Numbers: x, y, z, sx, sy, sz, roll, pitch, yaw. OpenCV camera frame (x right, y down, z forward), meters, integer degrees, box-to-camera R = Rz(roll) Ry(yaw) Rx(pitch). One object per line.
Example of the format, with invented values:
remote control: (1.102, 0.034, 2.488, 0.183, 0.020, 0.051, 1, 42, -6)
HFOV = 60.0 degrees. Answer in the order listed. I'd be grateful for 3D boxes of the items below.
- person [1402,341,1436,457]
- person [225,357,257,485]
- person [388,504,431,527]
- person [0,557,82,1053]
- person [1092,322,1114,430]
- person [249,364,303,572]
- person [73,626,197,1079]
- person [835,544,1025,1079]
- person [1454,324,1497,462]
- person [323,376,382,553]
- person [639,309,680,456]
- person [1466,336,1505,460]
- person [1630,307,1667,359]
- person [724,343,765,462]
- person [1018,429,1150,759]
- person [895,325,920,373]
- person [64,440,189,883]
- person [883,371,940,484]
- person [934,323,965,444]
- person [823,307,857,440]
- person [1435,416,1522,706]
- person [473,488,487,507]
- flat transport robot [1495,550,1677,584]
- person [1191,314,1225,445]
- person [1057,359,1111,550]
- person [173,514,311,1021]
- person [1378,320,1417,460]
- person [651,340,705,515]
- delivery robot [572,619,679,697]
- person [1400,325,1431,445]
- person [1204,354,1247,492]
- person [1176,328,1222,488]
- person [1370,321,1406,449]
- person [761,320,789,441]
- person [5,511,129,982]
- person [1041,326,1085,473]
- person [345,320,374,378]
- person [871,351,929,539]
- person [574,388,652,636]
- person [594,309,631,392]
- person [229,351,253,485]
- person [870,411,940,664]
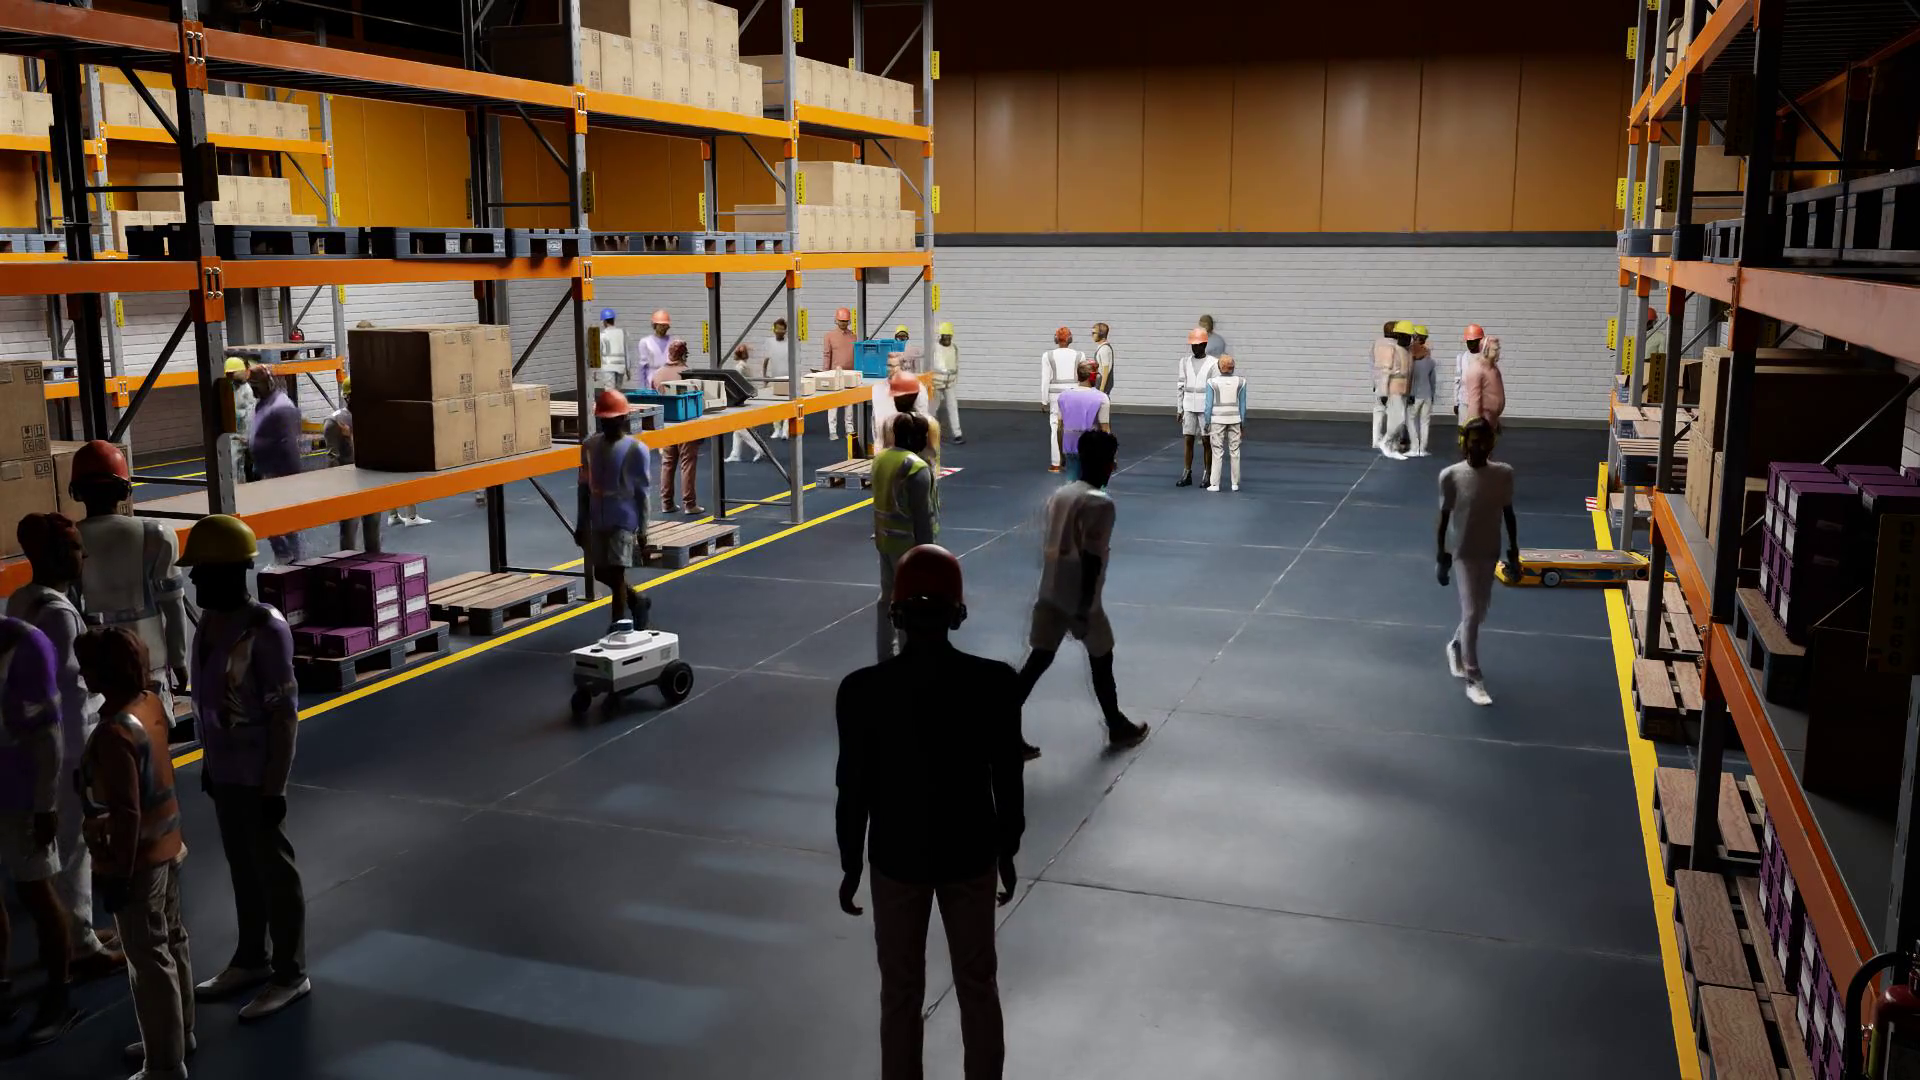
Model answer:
person: (6.327, -1.935, 22.947, 0.593, 1.612, 0.324, -5, 11, -26)
person: (-7.956, -1.210, 18.602, 0.477, 1.700, 0.882, 4, 11, 23)
person: (-5.825, -1.066, 17.328, 0.507, 1.865, 0.329, 4, 11, 23)
person: (-3.510, 0.907, 6.007, 0.551, 1.934, 0.370, 3, 10, 15)
person: (1.992, -2.128, 23.357, 0.330, 1.842, 0.519, 1, 10, 6)
person: (-6.132, -0.621, 14.754, 0.564, 1.879, 0.682, -8, 13, -37)
person: (-2.853, 1.099, 5.760, 0.309, 1.639, 0.523, -3, 10, -14)
person: (-0.097, 1.001, 5.311, 0.613, 1.995, 0.391, -2, 10, -11)
person: (6.479, -1.759, 21.047, 0.382, 1.931, 0.540, -9, 14, -43)
person: (-5.142, -0.510, 14.294, 0.404, 1.836, 0.599, 7, 12, 33)
person: (-4.165, -2.206, 23.261, 0.630, 2.030, 0.622, -4, 11, -23)
person: (5.962, -1.357, 18.855, 0.404, 1.912, 0.645, 7, 12, 34)
person: (10.298, -2.500, 25.027, 0.382, 1.995, 0.611, -9, 13, -40)
person: (-2.911, -1.830, 22.300, 0.595, 1.627, 0.523, 1, 10, 4)
person: (0.627, 0.318, 9.493, 1.037, 1.888, 0.653, -6, 12, -32)
person: (-0.839, -2.269, 24.390, 0.522, 1.763, 0.319, -2, 10, -9)
person: (-3.889, 0.558, 7.671, 0.608, 2.044, 0.370, -7, 12, -33)
person: (-0.425, -0.394, 13.351, 0.565, 1.928, 0.464, 6, 12, 32)
person: (-0.256, -2.318, 24.618, 0.595, 1.789, 0.901, -5, 11, -26)
person: (-1.756, -2.494, 24.999, 0.622, 1.990, 0.388, -5, 11, -28)
person: (3.363, 0.088, 10.893, 0.514, 1.841, 0.901, -1, 10, -8)
person: (-5.497, -1.363, 18.890, 0.656, 1.896, 0.957, -4, 11, -21)
flat transport robot: (5.404, 0.234, 14.484, 1.431, 0.197, 0.652, 1, 10, 6)
person: (3.587, -2.338, 24.335, 0.484, 1.915, 0.640, -10, 14, -43)
person: (1.177, -0.800, 15.884, 0.568, 1.840, 0.374, 7, 12, 35)
person: (-2.732, 0.852, 6.335, 0.585, 1.928, 0.370, 9, 13, 40)
person: (5.979, -2.028, 22.592, 0.614, 1.909, 0.413, -10, 14, -43)
person: (-3.044, -1.224, 18.134, 0.635, 1.899, 0.402, 6, 12, 29)
delivery robot: (-2.114, 0.747, 10.529, 0.477, 0.478, 0.707, 6, 12, 31)
person: (6.691, -2.270, 24.402, 0.336, 1.759, 0.528, -8, 13, -37)
person: (3.145, -1.378, 19.714, 0.510, 1.640, 0.308, -1, 10, -8)
person: (2.869, -1.586, 20.044, 0.550, 1.935, 0.375, 5, 11, 27)
person: (6.165, -2.217, 23.869, 0.429, 1.844, 0.626, -7, 12, -34)
person: (-2.688, -2.381, 24.896, 0.598, 1.805, 0.997, 1, 10, 3)
person: (-3.590, 0.819, 6.651, 0.345, 1.882, 0.581, -9, 13, -41)
person: (1.327, -1.798, 21.386, 0.575, 1.885, 0.359, -1, 10, -6)
person: (-8.107, -2.071, 22.849, 0.644, 1.915, 0.858, 0, 10, 2)
person: (-0.593, -0.976, 16.785, 0.651, 1.881, 0.857, 5, 11, 27)
person: (-2.466, -0.151, 12.027, 0.559, 1.917, 0.806, 4, 11, 22)
person: (-5.585, -2.724, 26.552, 0.632, 1.912, 0.828, -10, 14, -44)
person: (-8.345, -1.344, 19.358, 0.540, 1.695, 0.317, 5, 11, 27)
person: (-0.352, 0.057, 11.102, 0.430, 1.834, 0.626, -6, 12, -32)
